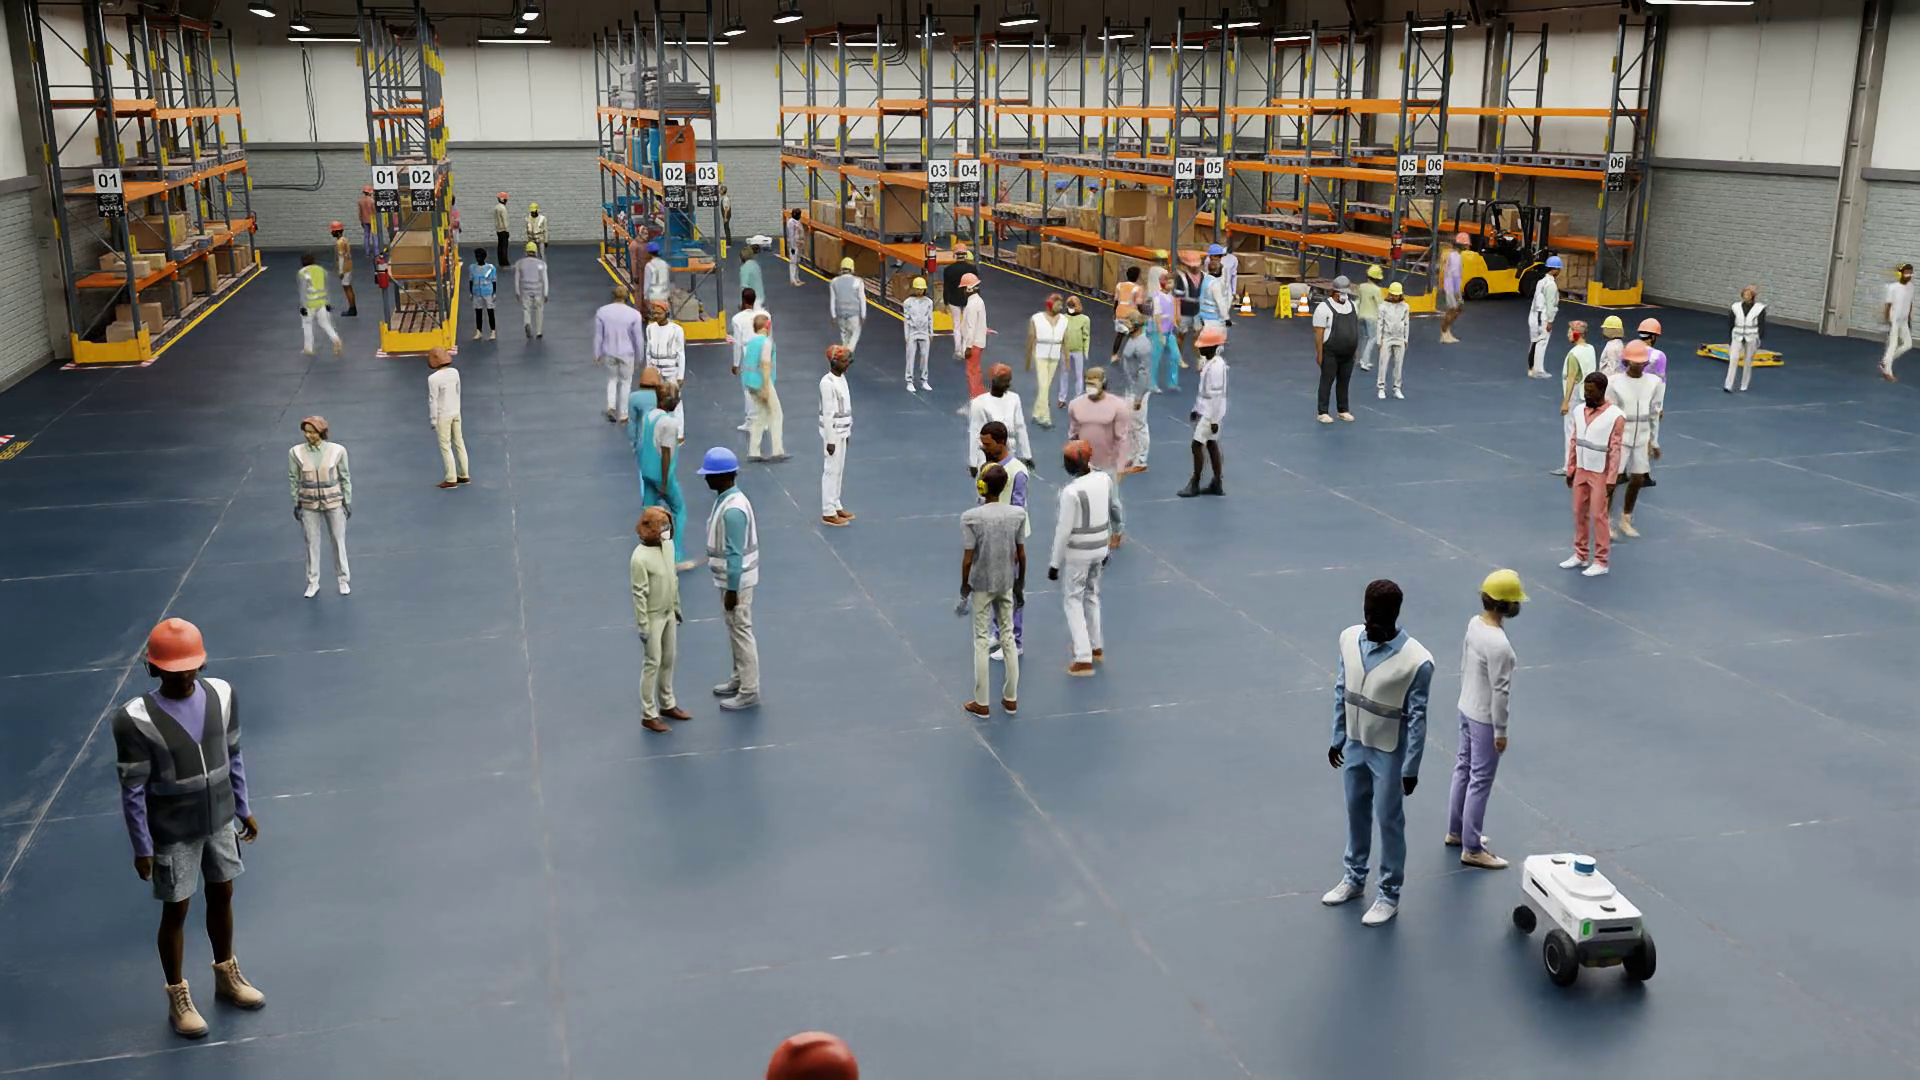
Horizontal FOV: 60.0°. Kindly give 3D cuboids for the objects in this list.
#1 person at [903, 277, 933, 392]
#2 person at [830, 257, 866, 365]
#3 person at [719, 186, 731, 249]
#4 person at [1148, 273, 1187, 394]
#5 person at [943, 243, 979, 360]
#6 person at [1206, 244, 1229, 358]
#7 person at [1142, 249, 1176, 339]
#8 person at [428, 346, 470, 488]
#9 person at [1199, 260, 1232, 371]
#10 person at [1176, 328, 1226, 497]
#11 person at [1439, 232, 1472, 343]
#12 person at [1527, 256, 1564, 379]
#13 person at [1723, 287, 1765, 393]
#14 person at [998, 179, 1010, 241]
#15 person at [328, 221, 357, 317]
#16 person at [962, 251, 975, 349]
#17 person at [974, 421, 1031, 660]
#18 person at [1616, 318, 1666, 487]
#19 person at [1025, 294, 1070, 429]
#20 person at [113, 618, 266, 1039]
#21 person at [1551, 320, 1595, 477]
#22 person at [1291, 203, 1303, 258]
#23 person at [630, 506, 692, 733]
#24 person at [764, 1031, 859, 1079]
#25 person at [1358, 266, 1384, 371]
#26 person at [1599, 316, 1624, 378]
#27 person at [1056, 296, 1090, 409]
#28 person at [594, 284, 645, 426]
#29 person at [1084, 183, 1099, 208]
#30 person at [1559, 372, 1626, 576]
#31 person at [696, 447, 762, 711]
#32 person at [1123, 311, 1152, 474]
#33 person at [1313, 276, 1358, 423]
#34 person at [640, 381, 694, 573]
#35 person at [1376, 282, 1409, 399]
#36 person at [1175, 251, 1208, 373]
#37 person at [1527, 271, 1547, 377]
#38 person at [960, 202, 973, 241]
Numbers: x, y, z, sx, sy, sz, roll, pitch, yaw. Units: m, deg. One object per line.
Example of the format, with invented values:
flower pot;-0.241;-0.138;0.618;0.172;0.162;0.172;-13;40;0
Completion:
person;-0.625;-3.125;25.287;0.482;1.734;0.330;-6;16;-21
person;-1.860;-3.775;27.565;0.610;1.817;0.560;3;15;11
person;-6.963;-9.584;49.401;0.343;1.839;0.503;-2;15;-9
person;3.124;-3.067;24.904;0.728;1.820;0.576;11;18;35
person;0.023;-4.037;28.246;0.625;1.978;0.493;-3;15;-12
person;4.400;-4.104;28.581;0.415;1.939;0.609;1;15;3
person;3.561;-4.397;30.123;0.934;1.715;0.528;-7;16;-23
person;-5.873;-1.403;19.026;0.295;1.626;0.499;6;16;22
person;4.137;-3.595;26.899;0.527;1.828;0.652;0;15;-2
person;2.724;-1.422;18.539;0.551;1.912;0.639;2;15;6
person;8.965;-4.555;30.114;0.477;2.018;0.628;4;15;13
person;9.332;-3.541;26.478;0.422;1.938;0.599;1;15;3
person;11.845;-3.010;25.111;0.529;1.591;0.856;10;18;34
person;1.349;-10.299;51.974;0.399;1.900;0.650;9;18;32
person;-12.642;-5.542;34.028;0.414;1.926;0.545;-4;15;-16
person;0.122;-4.257;29.523;0.289;1.746;0.487;5;16;19
person;0.334;-0.017;13.268;0.400;1.908;0.593;-9;18;-32
person;7.815;-1.573;19.075;0.377;1.928;0.542;-13;20;-41
person;1.228;-2.402;22.427;0.594;1.799;0.884;-7;16;-25
person;-3.621;1.341;7.888;0.387;2.039;0.615;10;18;33
person;7.274;-1.662;19.593;0.395;1.837;0.565;12;19;38
person;8.810;-7.856;43.049;0.348;1.760;0.528;-10;18;-33
person;-2.117;0.546;11.685;0.287;1.623;0.507;6;16;20
person;-0.400;2.248;4.667;0.349;1.942;0.545;-9;17;-29
person;6.734;-3.634;27.297;0.568;1.737;0.577;-6;16;-21
person;8.075;-1.922;20.740;0.316;1.742;0.492;9;17;30
person;1.605;-2.683;23.813;0.499;1.633;0.282;4;15;15
person;-4.610;-2.506;22.594;0.670;1.917;0.437;2;15;8
person;3.800;-9.701;49.729;0.675;1.897;0.674;2;15;7
person;5.936;-0.632;15.585;0.401;1.906;0.597;-7;16;-23
person;-1.678;0.270;12.130;0.421;1.938;0.603;-4;15;-15
person;2.083;-1.745;19.698;0.376;1.940;0.629;-1;15;-4
person;5.191;-2.623;22.808;0.685;2.000;0.535;-7;17;-26
person;-2.790;-0.572;15.532;0.531;1.823;0.440;14;20;41
person;6.412;-2.951;24.641;0.490;1.731;0.321;-2;15;-7
person;3.759;-3.703;27.012;0.615;1.962;1.117;-5;16;-17
person;9.248;-3.448;26.589;0.321;1.693;0.542;4;15;15
person;0.349;-10.181;51.558;0.551;1.893;0.985;7;17;26
